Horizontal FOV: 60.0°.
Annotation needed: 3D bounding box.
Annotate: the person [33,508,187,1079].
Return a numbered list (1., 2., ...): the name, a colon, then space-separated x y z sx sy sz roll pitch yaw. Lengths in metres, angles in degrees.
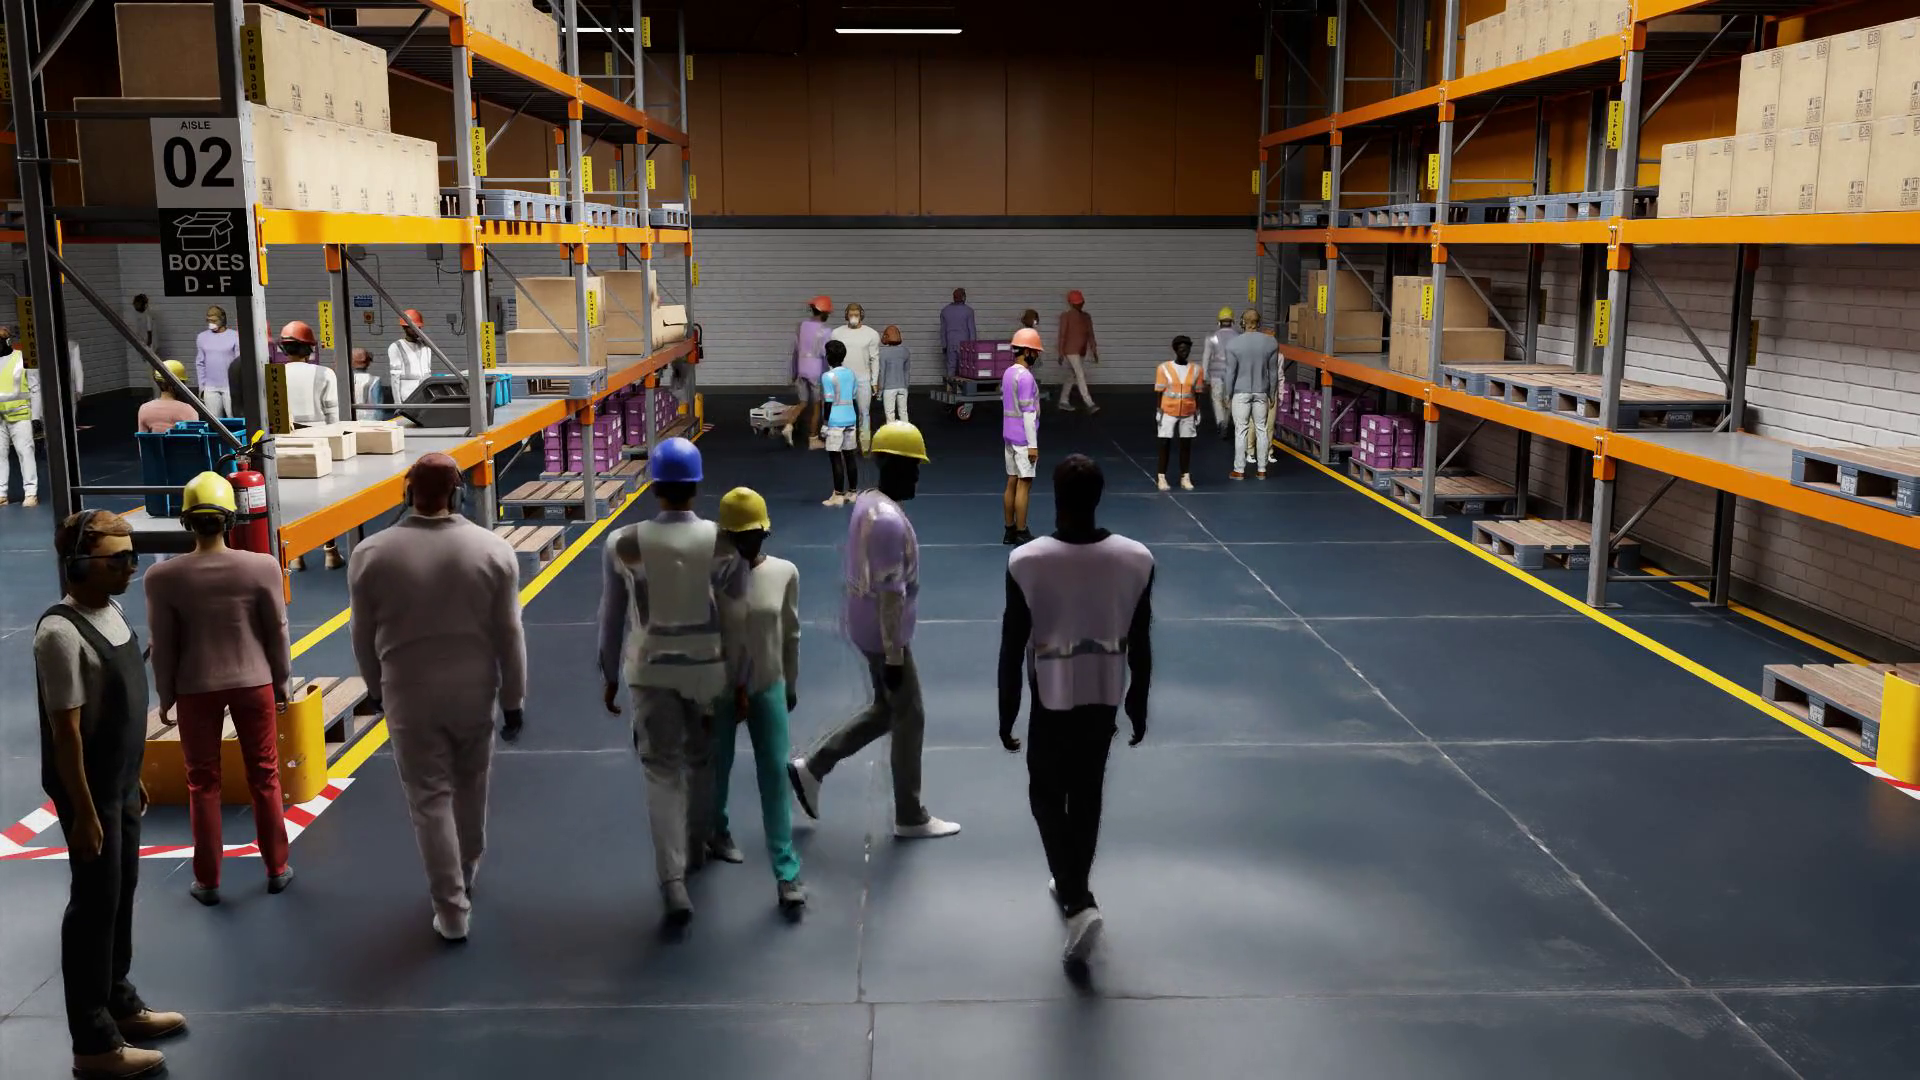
1. person: -2.771 0.810 5.383 0.324 1.842 0.516 -2 10 -10

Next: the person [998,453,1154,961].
1. person: 0.449 0.612 6.361 0.607 1.894 0.860 -3 11 -16

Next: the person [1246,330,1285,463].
1. person: 3.703 -1.741 20.215 0.500 1.629 0.288 -2 10 -13

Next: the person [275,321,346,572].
1. person: -5.351 -0.757 13.572 0.605 2.038 0.394 -2 10 -11

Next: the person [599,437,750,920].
1. person: -1.144 0.536 6.743 0.609 1.911 0.992 -2 10 -12

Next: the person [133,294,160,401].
1. person: -13.497 -3.168 27.598 0.397 1.829 0.705 -8 13 -36

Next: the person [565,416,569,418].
1. person: -5.579 -2.432 23.370 0.352 1.878 0.568 9 13 40

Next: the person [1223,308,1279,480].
1. person: 3.268 -1.632 18.740 0.627 1.935 0.371 -1 10 -6

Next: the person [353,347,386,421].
1. person: -6.085 -1.129 16.815 0.515 1.624 0.449 2 10 13

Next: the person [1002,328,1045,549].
1. person: 0.562 -0.887 14.586 0.362 1.934 0.543 -4 11 -19

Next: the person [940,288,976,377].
1. person: -0.003 -3.283 28.014 0.651 1.904 0.404 5 12 28

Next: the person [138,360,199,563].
1. person: -6.148 -0.524 13.052 0.531 1.760 0.332 2 10 11

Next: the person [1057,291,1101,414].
1. person: 1.853 -2.943 26.091 0.658 1.923 1.049 -9 14 -41

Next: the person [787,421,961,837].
1. person: -0.395 0.413 7.466 0.695 1.897 0.604 -2 10 -11

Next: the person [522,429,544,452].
1. person: -5.449 -2.046 21.330 0.626 1.837 0.429 -7 12 -34

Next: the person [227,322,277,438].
1. person: -6.543 -1.061 15.457 0.502 1.968 0.654 2 10 11

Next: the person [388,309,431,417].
1. person: -6.067 -1.597 18.535 0.375 1.935 0.551 6 12 31

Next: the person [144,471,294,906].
1. person: -2.994 0.602 6.761 0.525 1.769 0.312 -5 11 -27

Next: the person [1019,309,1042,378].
1. person: 1.102 -2.850 26.396 0.402 1.609 0.605 7 12 32

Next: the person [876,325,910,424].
1. person: -0.840 -1.880 20.951 0.499 1.634 0.285 -8 13 -38

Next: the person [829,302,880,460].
1. person: -1.299 -1.949 20.490 0.632 1.940 0.372 0 10 0

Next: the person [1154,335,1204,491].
1. person: 2.367 -1.363 17.939 0.545 1.685 0.359 -1 10 -5

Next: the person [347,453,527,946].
1. person: -2.066 0.584 6.579 0.632 1.859 0.909 -5 11 -24

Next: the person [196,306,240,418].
1. person: -8.697 -1.791 19.624 0.627 1.934 0.372 1 10 5

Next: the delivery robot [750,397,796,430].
1. delivery robot: -2.566 -1.720 22.807 0.477 0.478 0.707 6 12 30

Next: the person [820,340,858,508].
1. person: -1.235 -1.172 16.868 0.317 1.683 0.540 6 12 31

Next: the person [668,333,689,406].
1. person: -4.108 -2.524 24.547 0.468 1.618 0.543 1 10 5

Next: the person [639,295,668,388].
1. person: -4.603 -2.728 24.872 0.376 1.930 0.573 9 13 40

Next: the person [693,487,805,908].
1. person: -0.892 0.612 6.874 0.534 1.702 0.952 -5 11 -25

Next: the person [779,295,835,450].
1. person: -1.932 -2.130 21.331 0.671 2.016 0.687 9 13 40

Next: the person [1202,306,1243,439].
1. person: 3.598 -2.264 22.613 0.599 1.810 0.779 -1 10 -3

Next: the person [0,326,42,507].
1. person: -9.627 -1.243 16.828 0.624 1.845 0.430 -1 10 -6

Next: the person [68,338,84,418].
1. person: -11.226 -1.925 20.700 0.611 1.814 0.471 -3 11 -14
